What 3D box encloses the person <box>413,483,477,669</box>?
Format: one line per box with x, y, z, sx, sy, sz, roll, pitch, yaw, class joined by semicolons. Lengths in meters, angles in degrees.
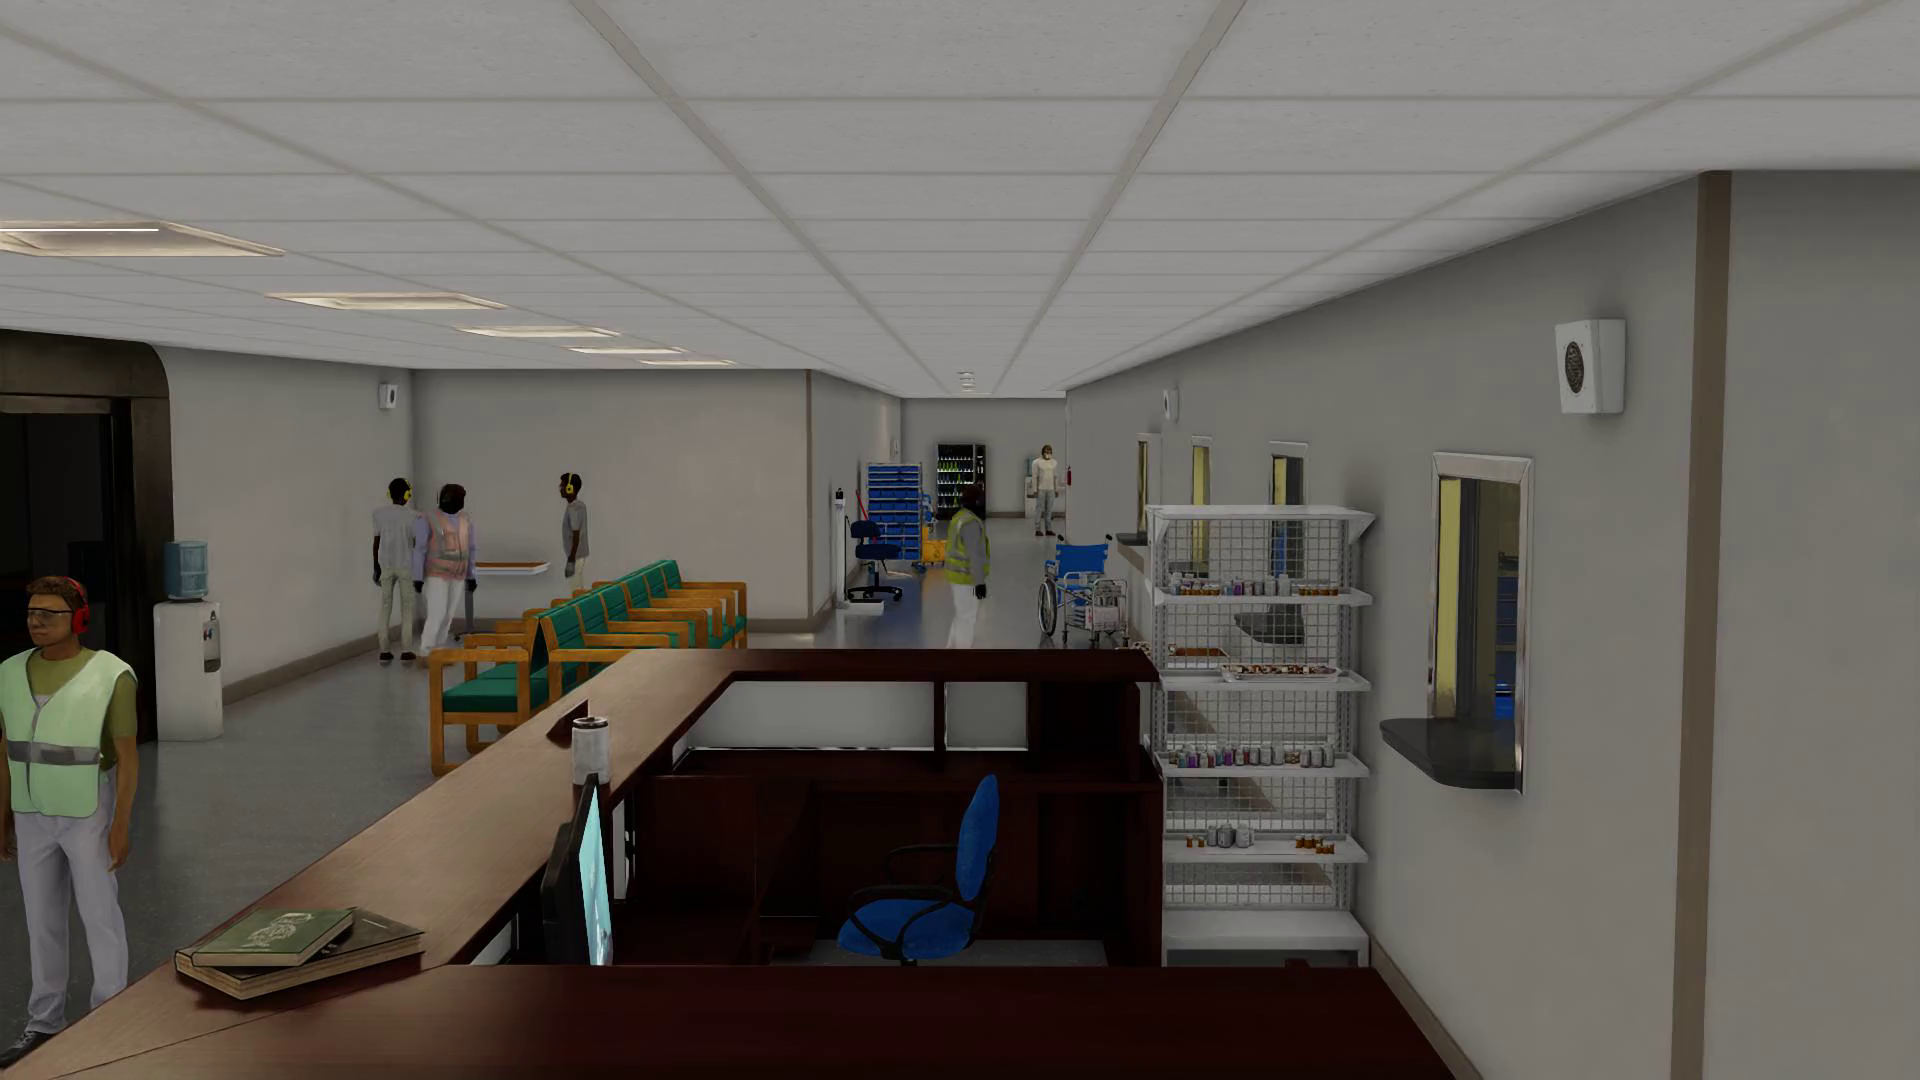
-5.050;0.353;16.349;0.455;1.815;0.666;3;5;32;person

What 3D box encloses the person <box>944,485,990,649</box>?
0.074;0.402;15.638;0.441;1.827;0.791;-1;4;-8;person

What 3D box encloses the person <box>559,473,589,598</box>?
-4.167;0.210;17.913;0.329;1.874;0.518;0;4;-5;person

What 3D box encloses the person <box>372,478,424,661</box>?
-5.671;0.302;16.777;0.523;1.854;0.336;0;4;0;person

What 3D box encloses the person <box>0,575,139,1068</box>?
-3.364;1.050;6.278;0.565;1.850;0.390;1;4;9;person

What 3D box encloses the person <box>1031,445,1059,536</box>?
1.802;-1.042;35.044;0.627;1.934;0.370;-2;5;-29;person
